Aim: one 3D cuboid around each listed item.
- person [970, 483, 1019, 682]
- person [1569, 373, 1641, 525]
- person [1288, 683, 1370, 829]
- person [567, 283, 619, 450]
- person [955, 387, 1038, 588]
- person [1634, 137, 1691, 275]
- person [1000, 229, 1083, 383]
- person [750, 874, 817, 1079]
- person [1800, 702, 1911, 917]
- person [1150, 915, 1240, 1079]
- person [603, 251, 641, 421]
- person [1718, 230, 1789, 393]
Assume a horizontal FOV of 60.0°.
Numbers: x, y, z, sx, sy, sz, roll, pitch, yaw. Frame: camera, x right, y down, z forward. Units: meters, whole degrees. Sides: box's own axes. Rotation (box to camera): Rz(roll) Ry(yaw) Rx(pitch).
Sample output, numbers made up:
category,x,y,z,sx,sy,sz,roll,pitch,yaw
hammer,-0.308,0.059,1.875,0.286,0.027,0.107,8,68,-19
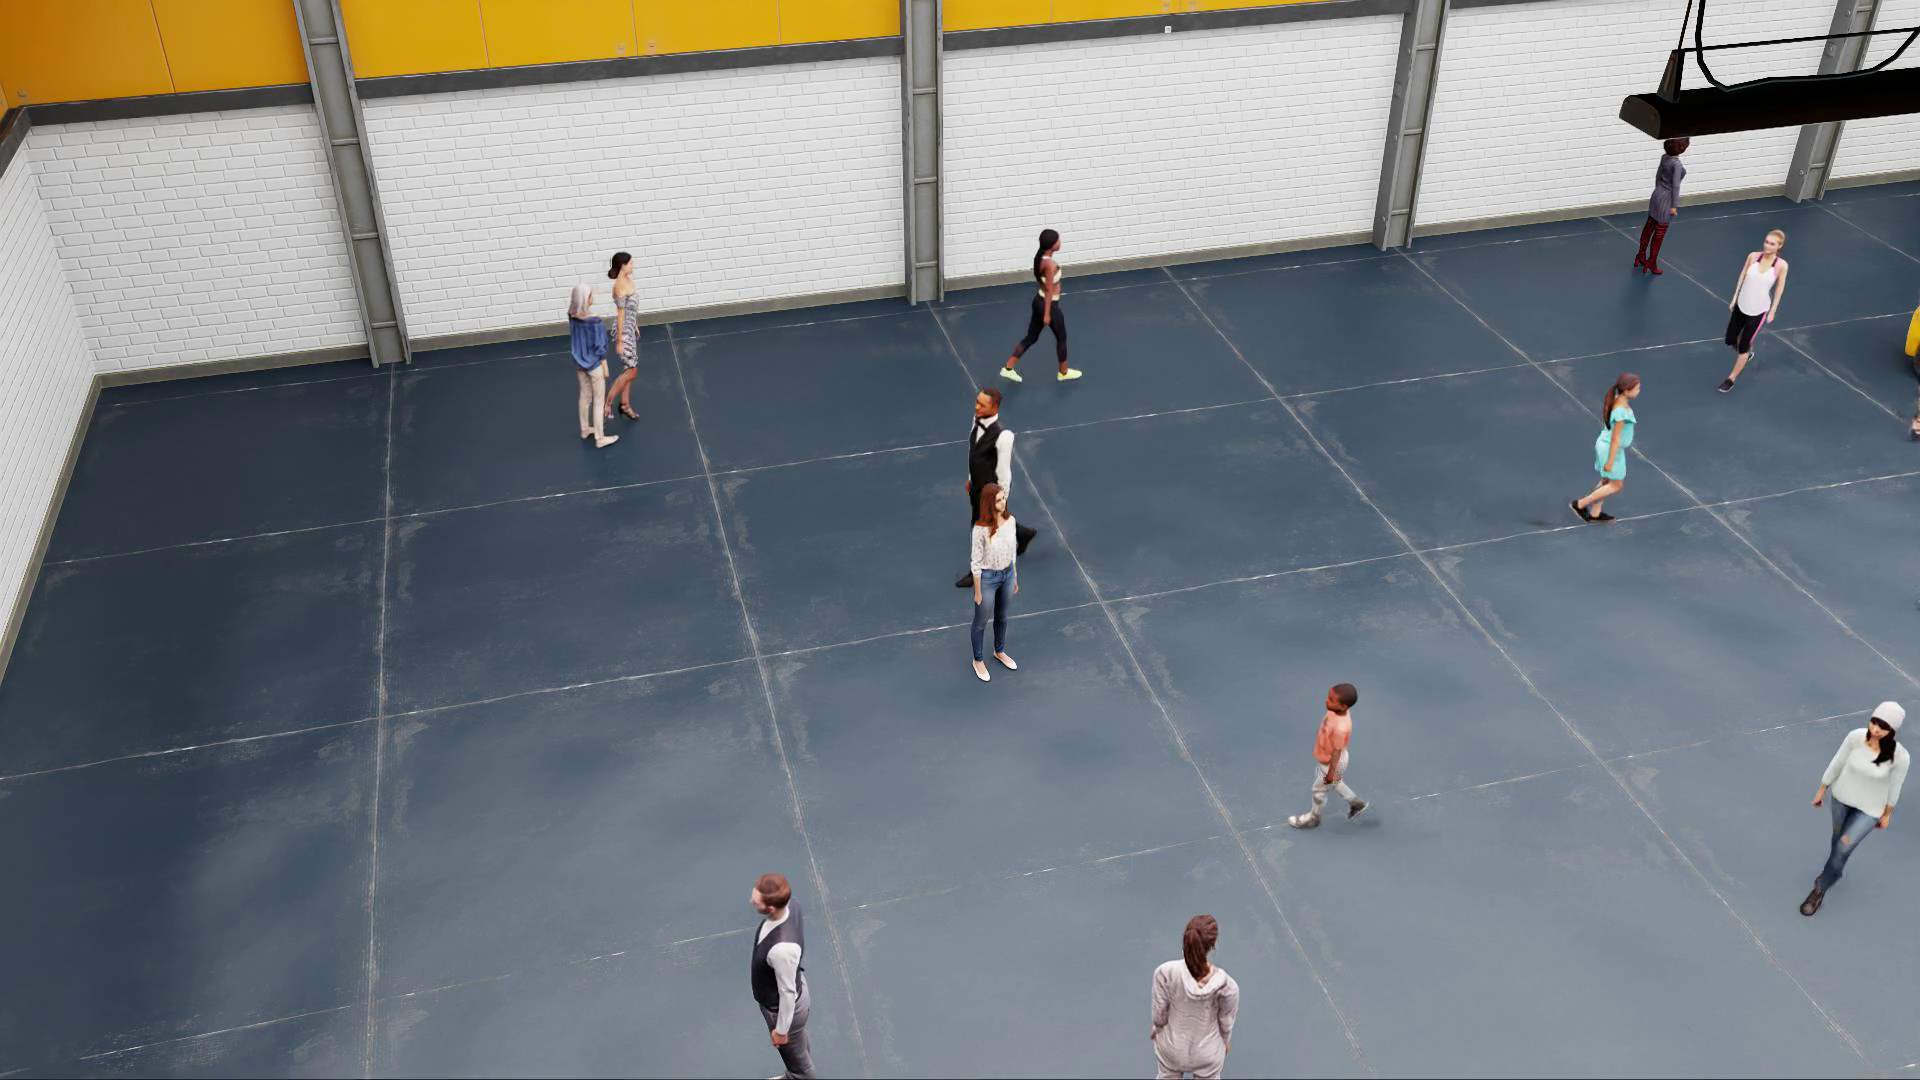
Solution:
category,x,y,z,sx,sy,sz,roll,pitch,yaw
person,0.265,0.307,13.191,0.551,1.726,0.693,-19,38,-27
person,5.822,-0.813,15.036,0.774,1.550,0.668,3,34,4
person,2.677,1.530,11.736,0.841,1.300,0.683,6,34,9
person,-3.627,-1.715,16.262,0.717,1.694,0.756,23,40,31
person,0.321,-0.485,14.231,1.119,1.895,0.808,-15,36,-21
person,8.323,-4.007,19.696,0.553,1.710,0.612,-4,34,-6
person,0.796,-2.379,17.240,1.106,1.717,0.571,-9,35,-13
person,-1.000,2.613,9.526,0.584,1.944,0.672,-5,34,-8
person,6.050,1.724,11.150,0.956,1.625,0.775,-22,40,-30
person,1.310,2.829,9.432,0.679,1.687,0.787,8,35,12
person,-3.394,-2.000,16.596,0.809,1.799,0.723,3,34,4
person,8.240,-2.401,17.216,0.926,1.780,0.809,-25,41,-32
